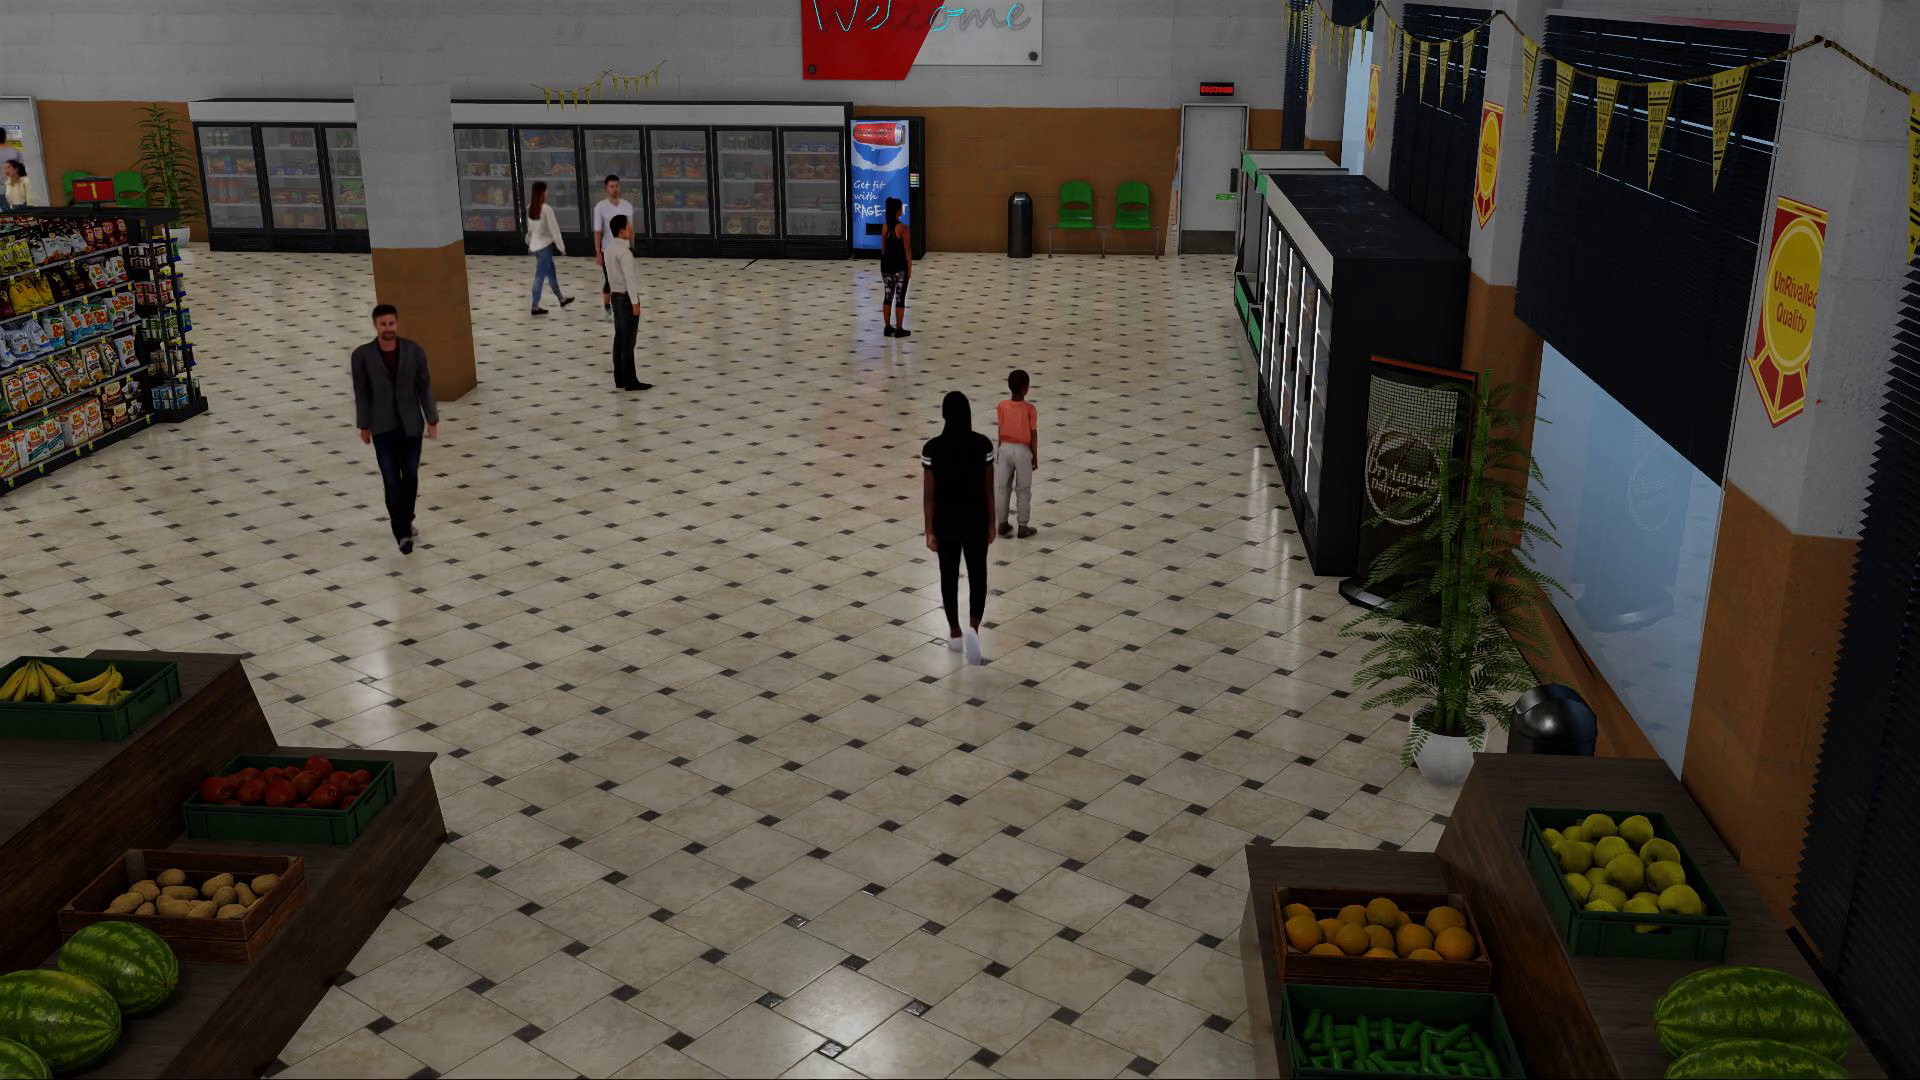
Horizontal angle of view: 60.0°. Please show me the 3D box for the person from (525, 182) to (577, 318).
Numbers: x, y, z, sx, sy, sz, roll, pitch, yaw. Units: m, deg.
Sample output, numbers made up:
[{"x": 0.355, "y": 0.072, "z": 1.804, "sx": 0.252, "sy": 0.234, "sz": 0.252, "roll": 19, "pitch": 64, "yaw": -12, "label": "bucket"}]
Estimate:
[{"x": -5.326, "y": -3.635, "z": 20.972, "sx": 0.982, "sy": 1.660, "sz": 1.104, "roll": 16, "pitch": 24, "yaw": 40, "label": "person"}]

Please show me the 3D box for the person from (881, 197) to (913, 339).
[{"x": -0.783, "y": -3.273, "z": 19.896, "sx": 0.647, "sy": 1.664, "sz": 0.659, "roll": 12, "pitch": 22, "yaw": 32, "label": "person"}]

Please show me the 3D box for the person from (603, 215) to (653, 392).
[{"x": -3.492, "y": -2.467, "z": 17.273, "sx": 0.800, "sy": 1.811, "sz": 0.718, "roll": -12, "pitch": 22, "yaw": -33, "label": "person"}]

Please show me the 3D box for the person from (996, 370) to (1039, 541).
[{"x": 0.425, "y": -0.658, "z": 12.692, "sx": 0.528, "sy": 1.311, "sz": 0.535, "roll": 7, "pitch": 20, "yaw": 19, "label": "person"}]

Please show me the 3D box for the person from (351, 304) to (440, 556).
[{"x": -4.226, "y": -0.846, "z": 12.442, "sx": 1.112, "sy": 1.827, "sz": 1.261, "roll": -10, "pitch": 21, "yaw": -27, "label": "person"}]

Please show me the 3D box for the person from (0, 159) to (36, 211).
[{"x": -13.648, "y": -4.759, "z": 24.373, "sx": 0.661, "sy": 1.618, "sz": 0.608, "roll": 4, "pitch": 19, "yaw": 12, "label": "person"}]

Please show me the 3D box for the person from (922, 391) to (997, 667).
[{"x": 0.017, "y": -0.053, "z": 10.267, "sx": 0.674, "sy": 1.713, "sz": 1.031, "roll": -1, "pitch": 19, "yaw": -2, "label": "person"}]

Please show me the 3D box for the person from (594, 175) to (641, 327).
[{"x": -4.279, "y": -3.557, "z": 20.507, "sx": 1.138, "sy": 1.811, "sz": 1.313, "roll": -10, "pitch": 21, "yaw": -28, "label": "person"}]

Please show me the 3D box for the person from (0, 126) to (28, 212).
[{"x": -15.130, "y": -5.613, "z": 26.485, "sx": 0.751, "sy": 1.887, "sz": 0.784, "roll": -12, "pitch": 22, "yaw": -32, "label": "person"}]
